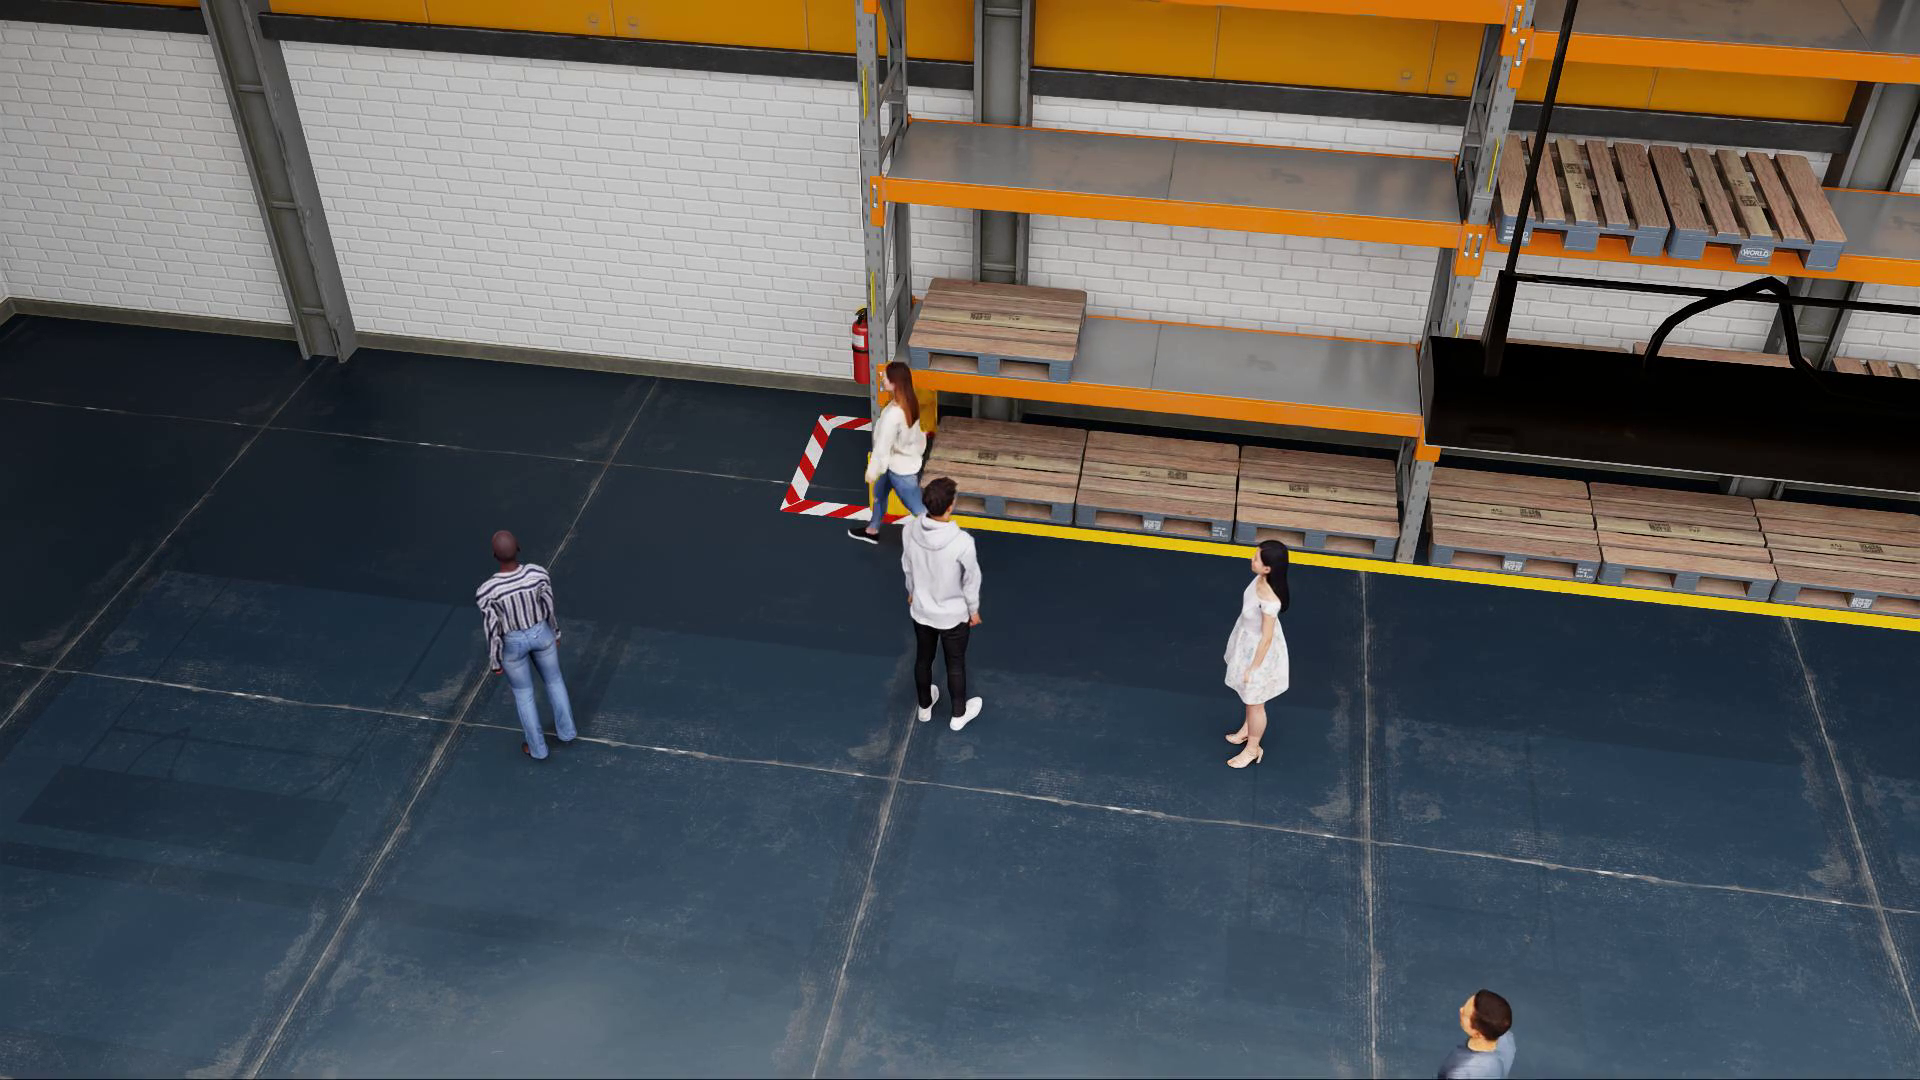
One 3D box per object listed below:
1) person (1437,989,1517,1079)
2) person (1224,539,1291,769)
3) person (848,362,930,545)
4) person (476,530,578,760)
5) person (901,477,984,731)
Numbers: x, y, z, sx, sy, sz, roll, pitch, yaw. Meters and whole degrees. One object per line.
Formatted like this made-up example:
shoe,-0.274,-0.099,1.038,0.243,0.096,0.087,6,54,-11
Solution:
person,2.418,2.777,7.772,1.152,1.784,1.011,30,47,32
person,1.852,0.709,10.369,0.628,1.775,0.645,5,39,6
person,-0.341,-0.492,11.978,1.160,1.645,0.654,9,39,11
person,-2.710,0.665,10.408,0.704,1.795,0.755,-25,45,-28
person,-0.127,0.420,10.609,0.607,1.929,0.788,15,41,18
